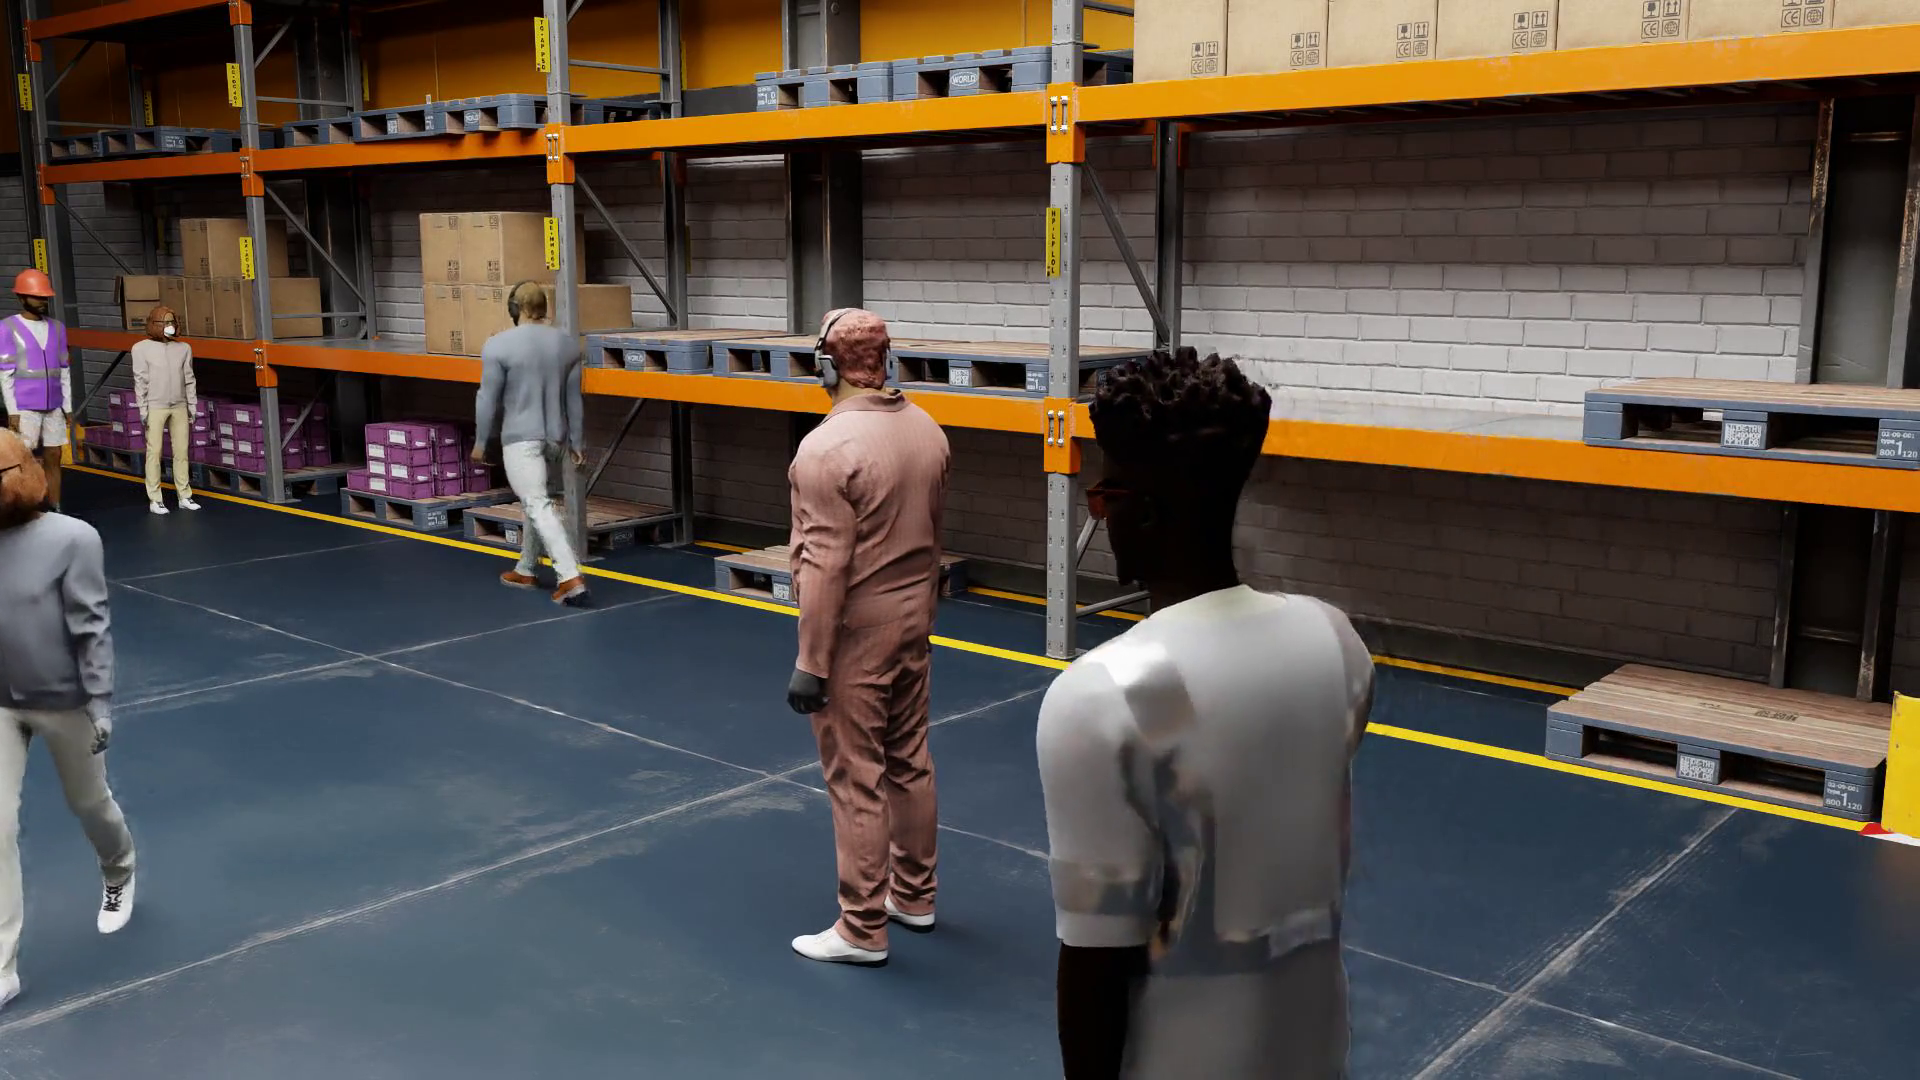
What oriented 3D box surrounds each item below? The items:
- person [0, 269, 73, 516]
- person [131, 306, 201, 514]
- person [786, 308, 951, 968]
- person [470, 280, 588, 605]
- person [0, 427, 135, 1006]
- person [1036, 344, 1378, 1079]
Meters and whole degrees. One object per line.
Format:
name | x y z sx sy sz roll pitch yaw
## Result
person | -6.669 -0.989 12.056 0.417 1.926 0.548 5 11 26
person | -6.239 -1.022 13.087 0.276 1.629 0.497 7 12 35
person | -0.296 0.283 4.861 0.401 1.904 0.650 6 12 31
person | -2.481 -0.579 9.811 0.971 1.901 0.634 8 13 38
person | -2.634 0.456 4.746 0.512 1.597 0.823 -1 10 -7
person | 0.248 0.689 2.430 0.612 1.937 0.810 -7 12 -35
